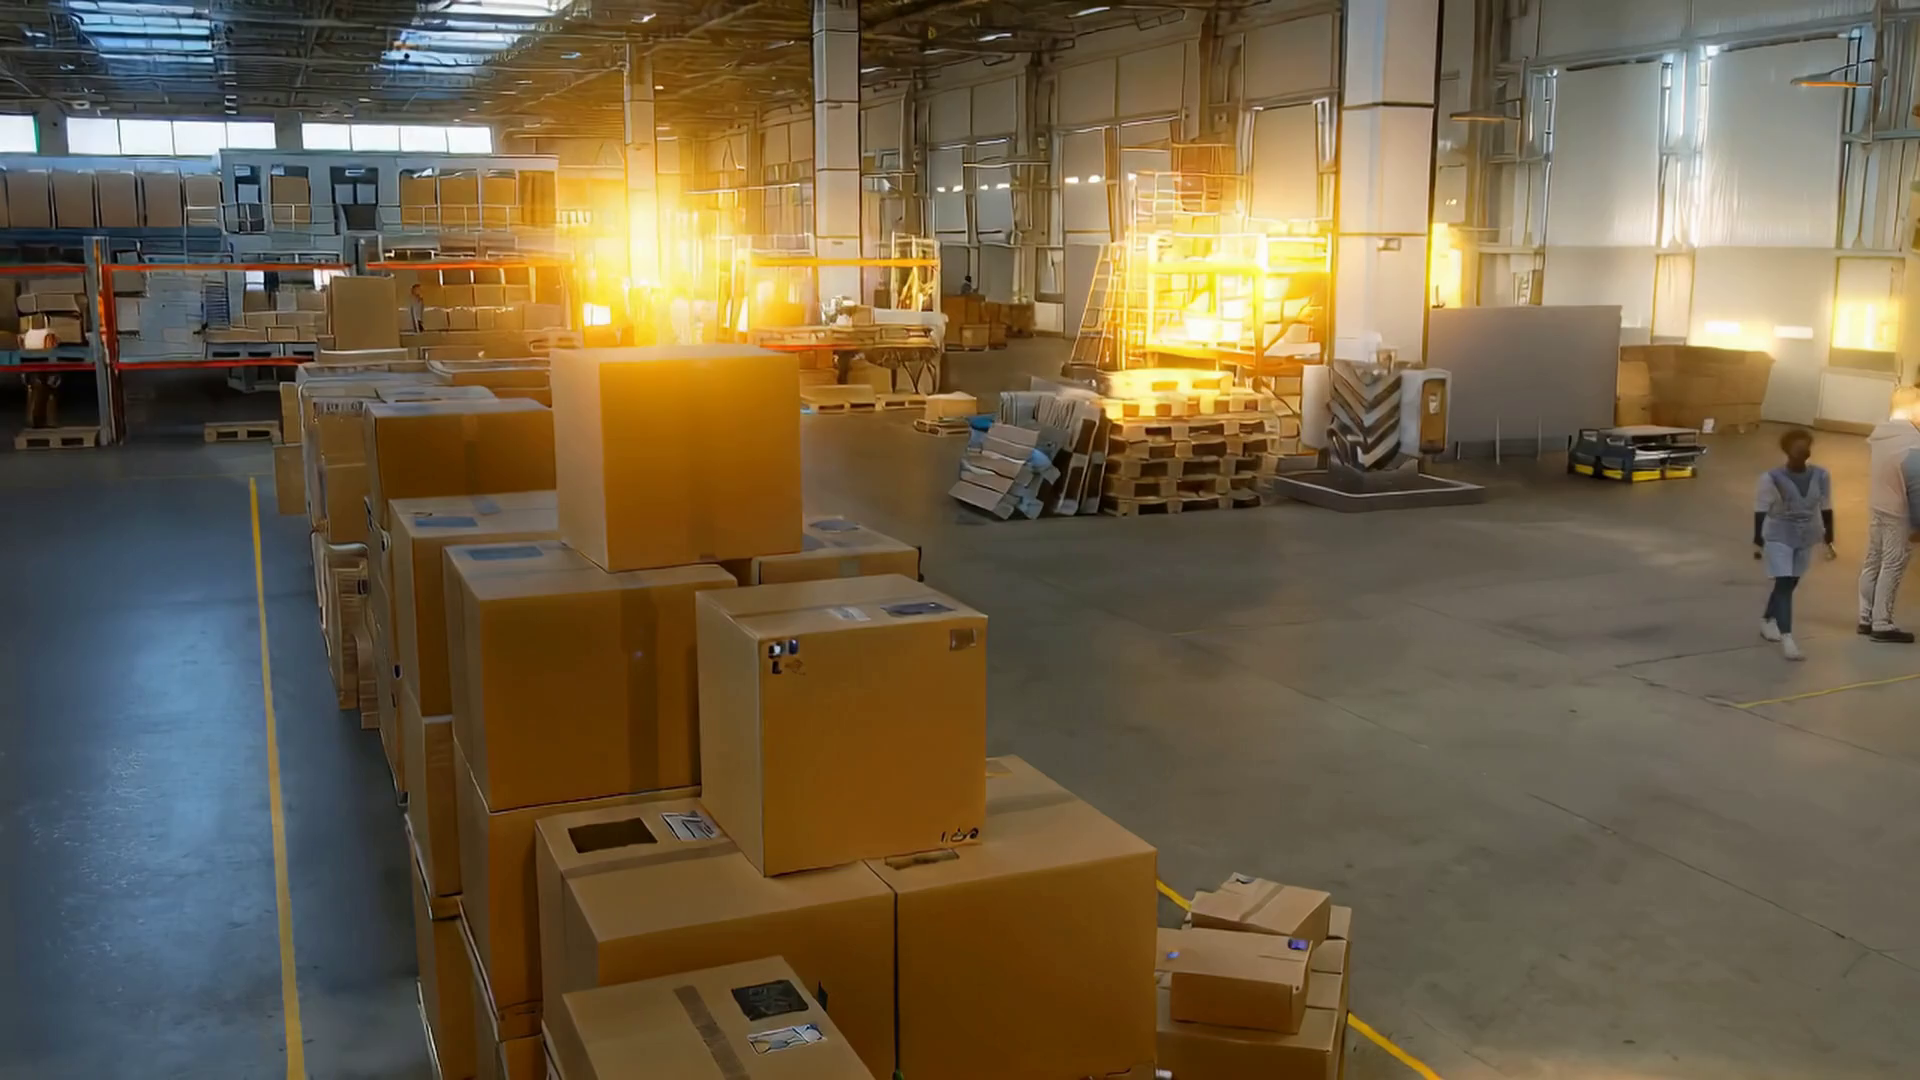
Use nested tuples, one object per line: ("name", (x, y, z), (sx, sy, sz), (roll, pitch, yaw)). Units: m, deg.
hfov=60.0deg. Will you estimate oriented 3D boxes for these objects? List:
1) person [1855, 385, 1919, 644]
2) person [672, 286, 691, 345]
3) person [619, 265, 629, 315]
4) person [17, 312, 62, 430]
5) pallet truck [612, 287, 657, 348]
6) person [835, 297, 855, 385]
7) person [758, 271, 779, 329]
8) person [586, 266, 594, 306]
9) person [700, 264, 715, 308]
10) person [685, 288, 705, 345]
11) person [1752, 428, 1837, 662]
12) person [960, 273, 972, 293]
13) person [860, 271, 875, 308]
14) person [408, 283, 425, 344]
("person", (6.955, -0.191, 12.370), (0.377, 1.931, 0.636), (0, 10, 0))
("person", (-6.214, -4.709, 37.234), (0.355, 1.938, 0.637), (3, 11, 17))
("person", (-12.967, -9.725, 64.854), (0.602, 1.949, 0.394), (2, 10, 12))
("person", (-14.078, -2.541, 25.470), (0.578, 1.877, 0.338), (-1, 10, -8))
("pallet truck", (-6.464, -4.406, 35.401), (0.823, 1.965, 1.885), (6, 12, 32))
("person", (-2.108, -3.522, 30.765), (0.388, 1.919, 0.587), (-3, 11, -14))
("person", (-6.418, -7.966, 55.296), (0.570, 1.891, 0.941), (6, 12, 31))
("person", (-15.896, -10.843, 71.368), (0.582, 1.830, 1.004), (-7, 12, -34))
("person", (-10.687, -10.745, 70.527), (0.624, 1.947, 1.052), (-8, 13, -39))
("person", (-6.416, -5.072, 39.557), (0.641, 1.816, 0.573), (-4, 11, -22))
("person", (6.022, 0.001, 12.070), (0.535, 1.652, 0.857), (0, 10, -3))
("person", (0.197, -7.490, 52.624), (0.381, 1.917, 0.586), (-4, 11, -21))
("person", (-3.418, -8.848, 60.394), (0.659, 1.808, 0.906), (0, 10, -1))
("person", (-13.760, -5.567, 42.184), (0.310, 1.861, 0.533), (3, 11, 16))
